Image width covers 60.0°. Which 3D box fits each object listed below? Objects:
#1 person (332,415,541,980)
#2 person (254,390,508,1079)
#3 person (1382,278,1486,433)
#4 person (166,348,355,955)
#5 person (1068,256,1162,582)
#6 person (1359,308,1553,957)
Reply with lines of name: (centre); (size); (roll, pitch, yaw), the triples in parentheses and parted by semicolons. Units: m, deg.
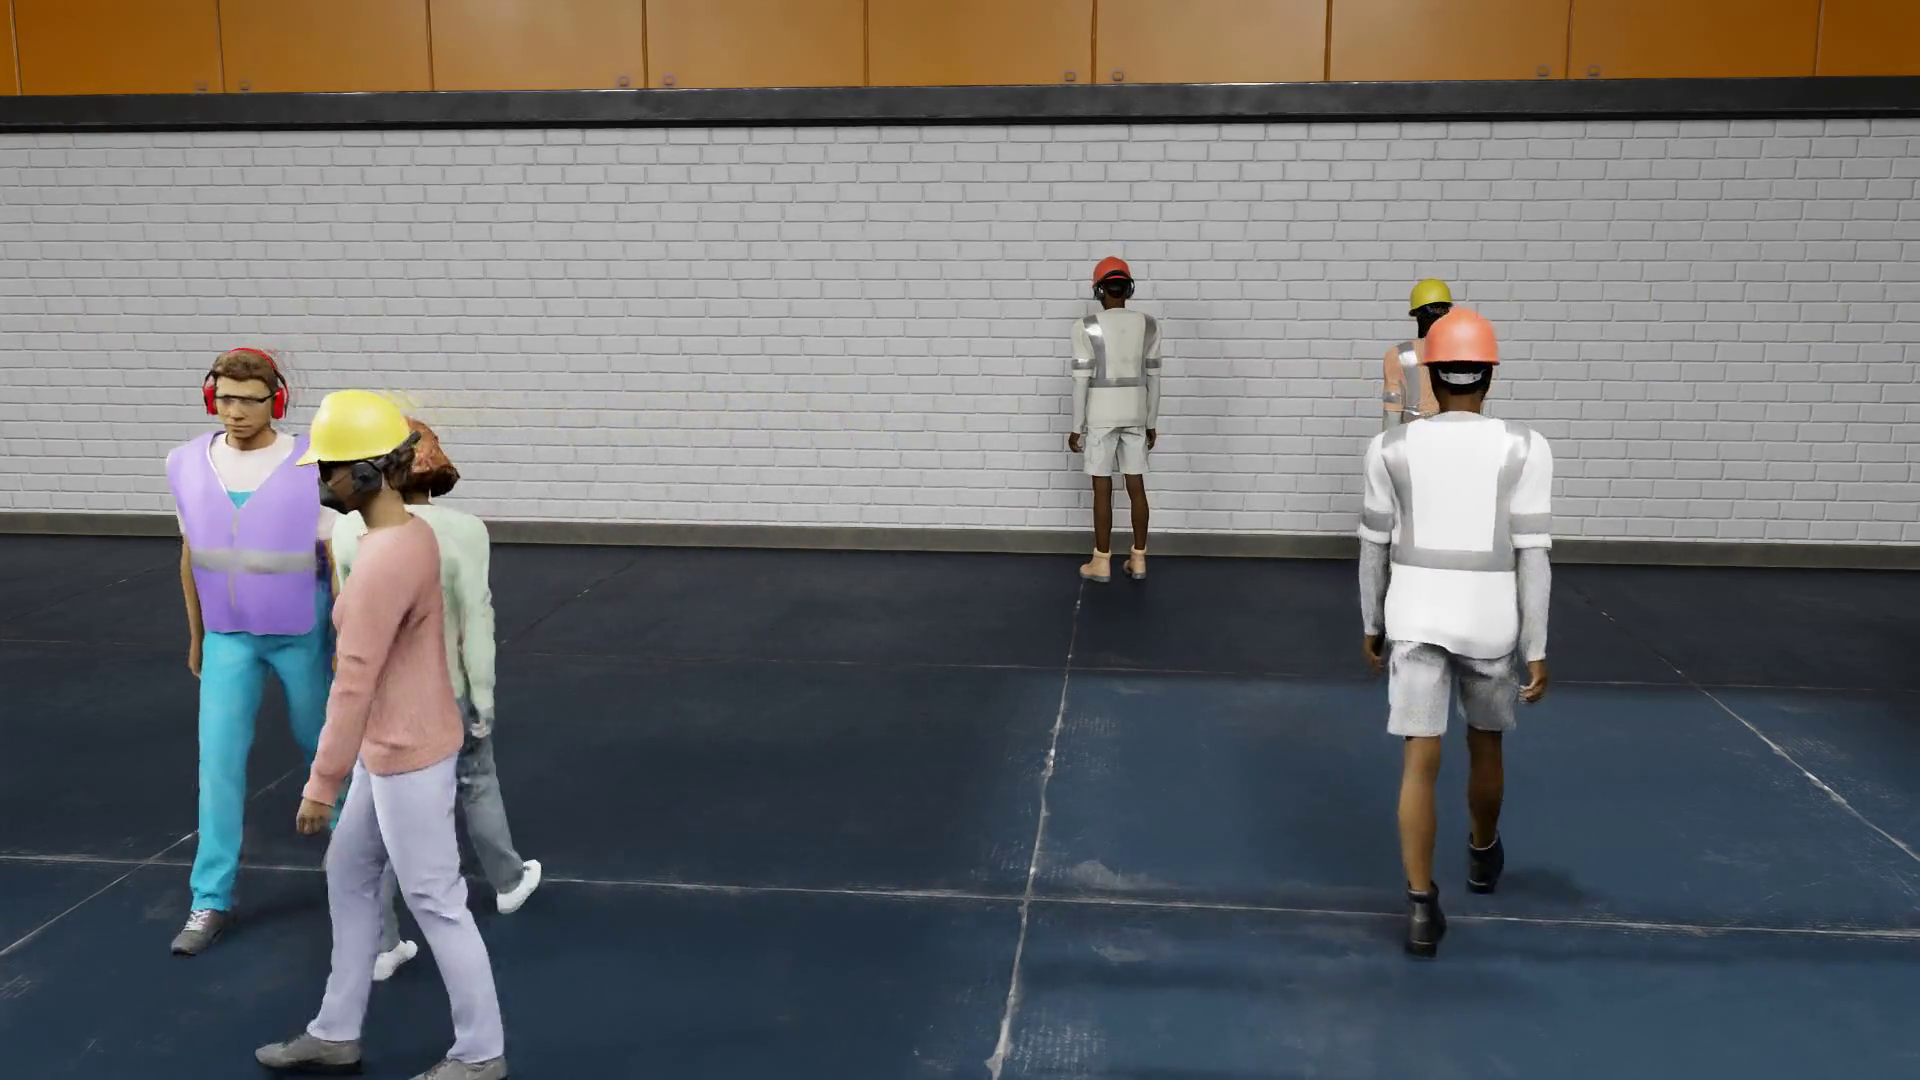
person: (-1.581, 0.426, 4.948); (0.510, 1.590, 0.821); (1, 10, 7)
person: (-1.453, 0.520, 3.971); (0.706, 1.745, 0.535); (-2, 10, -12)
person: (2.563, -0.463, 9.114); (0.584, 1.918, 0.376); (-2, 10, -10)
person: (-2.175, 0.286, 5.242); (0.593, 1.786, 0.974); (0, 10, 1)
person: (0.956, -0.752, 10.444); (0.609, 2.031, 0.408); (-3, 10, -18)
person: (1.521, 0.246, 5.128); (0.574, 1.888, 0.942); (4, 11, 21)
